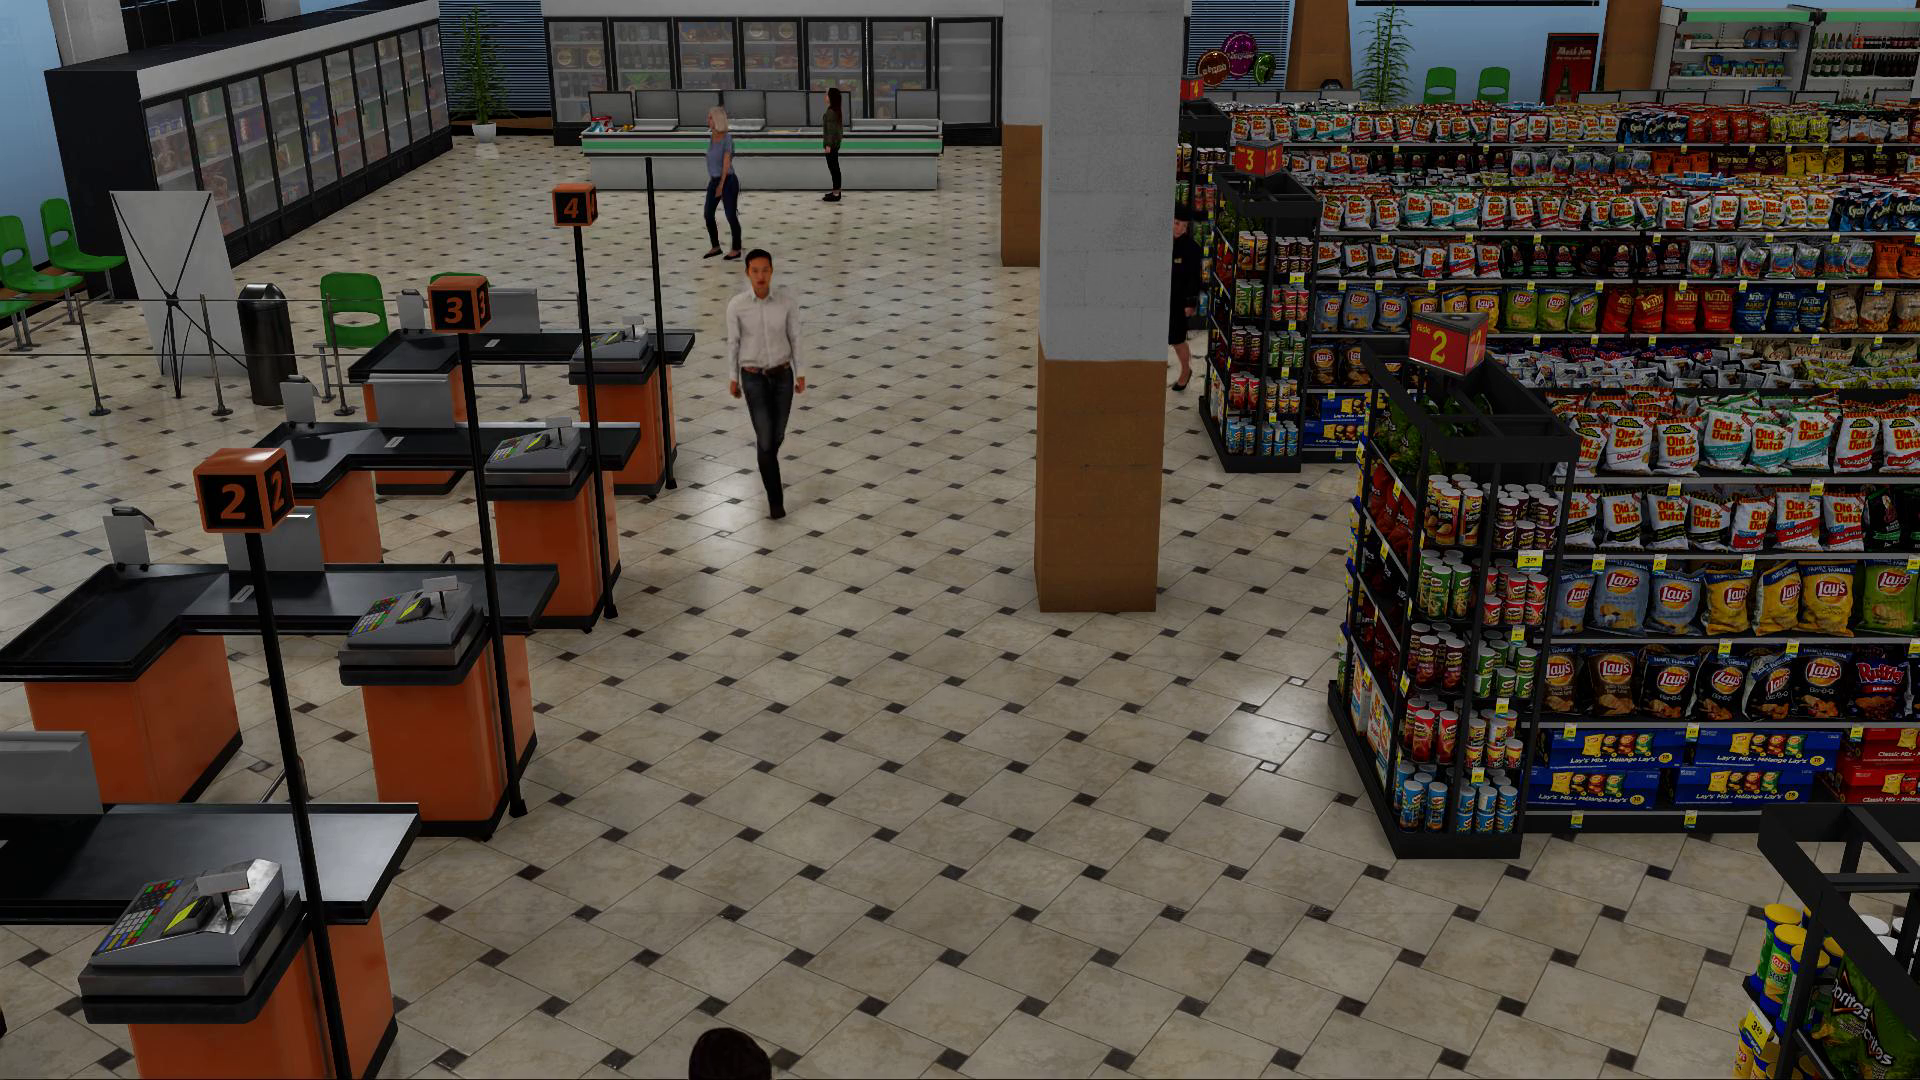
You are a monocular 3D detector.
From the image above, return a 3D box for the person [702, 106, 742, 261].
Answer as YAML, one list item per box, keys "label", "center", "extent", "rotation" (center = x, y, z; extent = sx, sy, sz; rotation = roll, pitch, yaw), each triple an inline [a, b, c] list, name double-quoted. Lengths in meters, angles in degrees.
- label: "person"
  center: [-2.589, -4.005, 18.723]
  extent: [0.747, 1.704, 0.806]
  rotation: [20, 29, 41]

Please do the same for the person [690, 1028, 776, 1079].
- label: "person"
  center: [-0.451, 1.914, 3.792]
  extent: [0.746, 1.852, 0.737]
  rotation: [14, 26, 31]

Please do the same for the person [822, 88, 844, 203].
- label: "person"
  center: [-1.701, -5.289, 22.223]
  extent: [0.523, 1.476, 0.589]
  rotation: [2, 22, 4]

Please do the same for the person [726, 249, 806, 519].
- label: "person"
  center: [-1.326, -1.104, 11.408]
  extent: [1.173, 1.773, 0.941]
  rotation: [-6, 23, -15]
